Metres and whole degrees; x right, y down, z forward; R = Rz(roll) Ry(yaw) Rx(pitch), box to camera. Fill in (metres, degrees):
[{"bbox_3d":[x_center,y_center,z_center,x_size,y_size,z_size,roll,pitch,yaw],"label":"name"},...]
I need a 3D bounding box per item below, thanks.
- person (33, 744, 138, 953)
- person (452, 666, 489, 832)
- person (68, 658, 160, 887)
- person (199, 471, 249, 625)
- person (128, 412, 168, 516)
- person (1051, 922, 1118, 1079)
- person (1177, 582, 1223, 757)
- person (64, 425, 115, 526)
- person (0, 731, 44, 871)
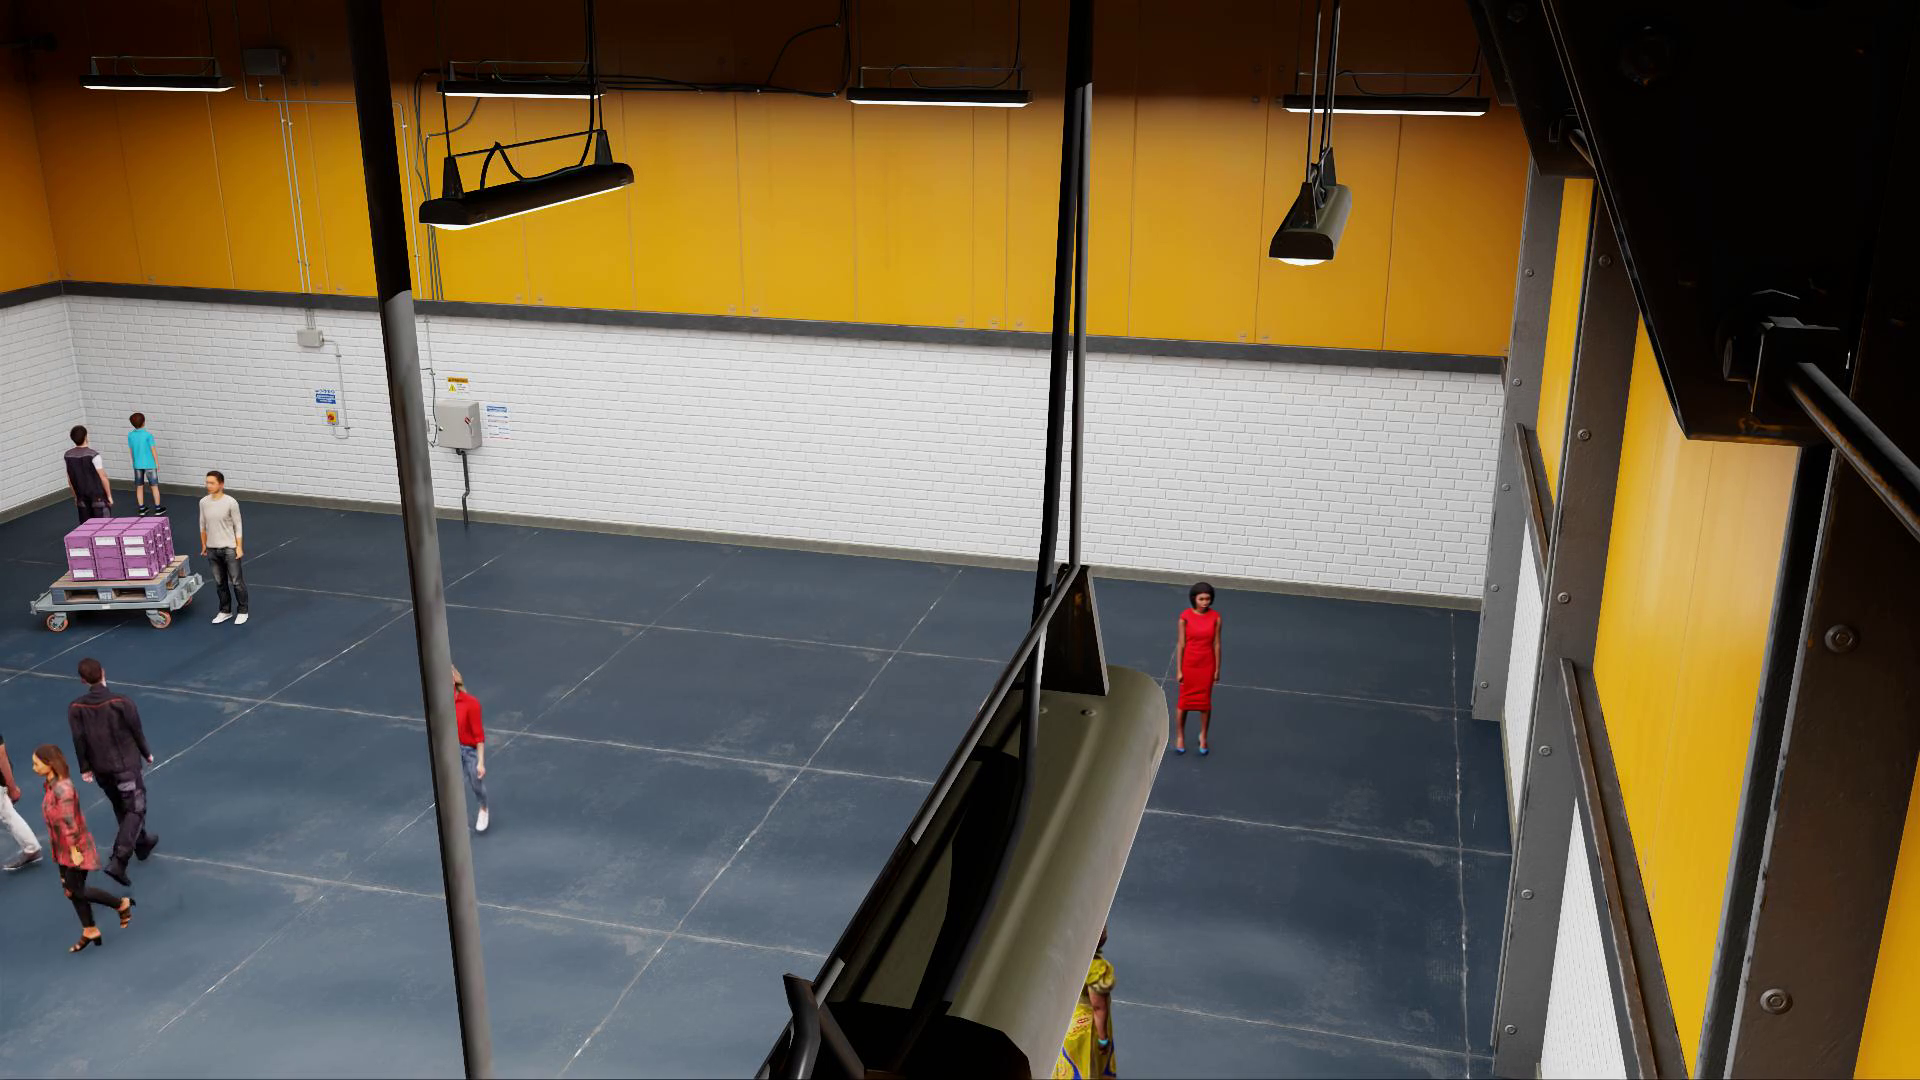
[{"bbox_3d":[-6.681,2.325,12.695,0.822,1.679,0.897,17,25,40],"label":"person"},{"bbox_3d":[-4.207,1.832,14.185,0.834,1.663,1.175,0,19,0],"label":"person"},{"bbox_3d":[-6.931,1.911,13.618,0.881,1.873,1.250,1,19,4],"label":"person"},{"bbox_3d":[-8.487,0.072,19.177,0.681,1.812,0.605,2,19,5],"label":"person"},{"bbox_3d":[-11.349,-1.065,23.125,0.558,1.447,0.542,0,19,1],"label":"person"},{"bbox_3d":[0.771,3.076,10.502,1.080,1.655,0.997,-9,20,-24],"label":"person"},{"bbox_3d":[2.267,1.221,15.875,0.610,1.742,0.573,0,19,1],"label":"person"},{"bbox_3d":[-10.958,-0.552,20.970,0.699,1.849,0.644,1,19,2],"label":"person"},{"bbox_3d":[-7.862,1.977,13.616,0.882,1.750,1.252,10,21,27],"label":"person"}]
